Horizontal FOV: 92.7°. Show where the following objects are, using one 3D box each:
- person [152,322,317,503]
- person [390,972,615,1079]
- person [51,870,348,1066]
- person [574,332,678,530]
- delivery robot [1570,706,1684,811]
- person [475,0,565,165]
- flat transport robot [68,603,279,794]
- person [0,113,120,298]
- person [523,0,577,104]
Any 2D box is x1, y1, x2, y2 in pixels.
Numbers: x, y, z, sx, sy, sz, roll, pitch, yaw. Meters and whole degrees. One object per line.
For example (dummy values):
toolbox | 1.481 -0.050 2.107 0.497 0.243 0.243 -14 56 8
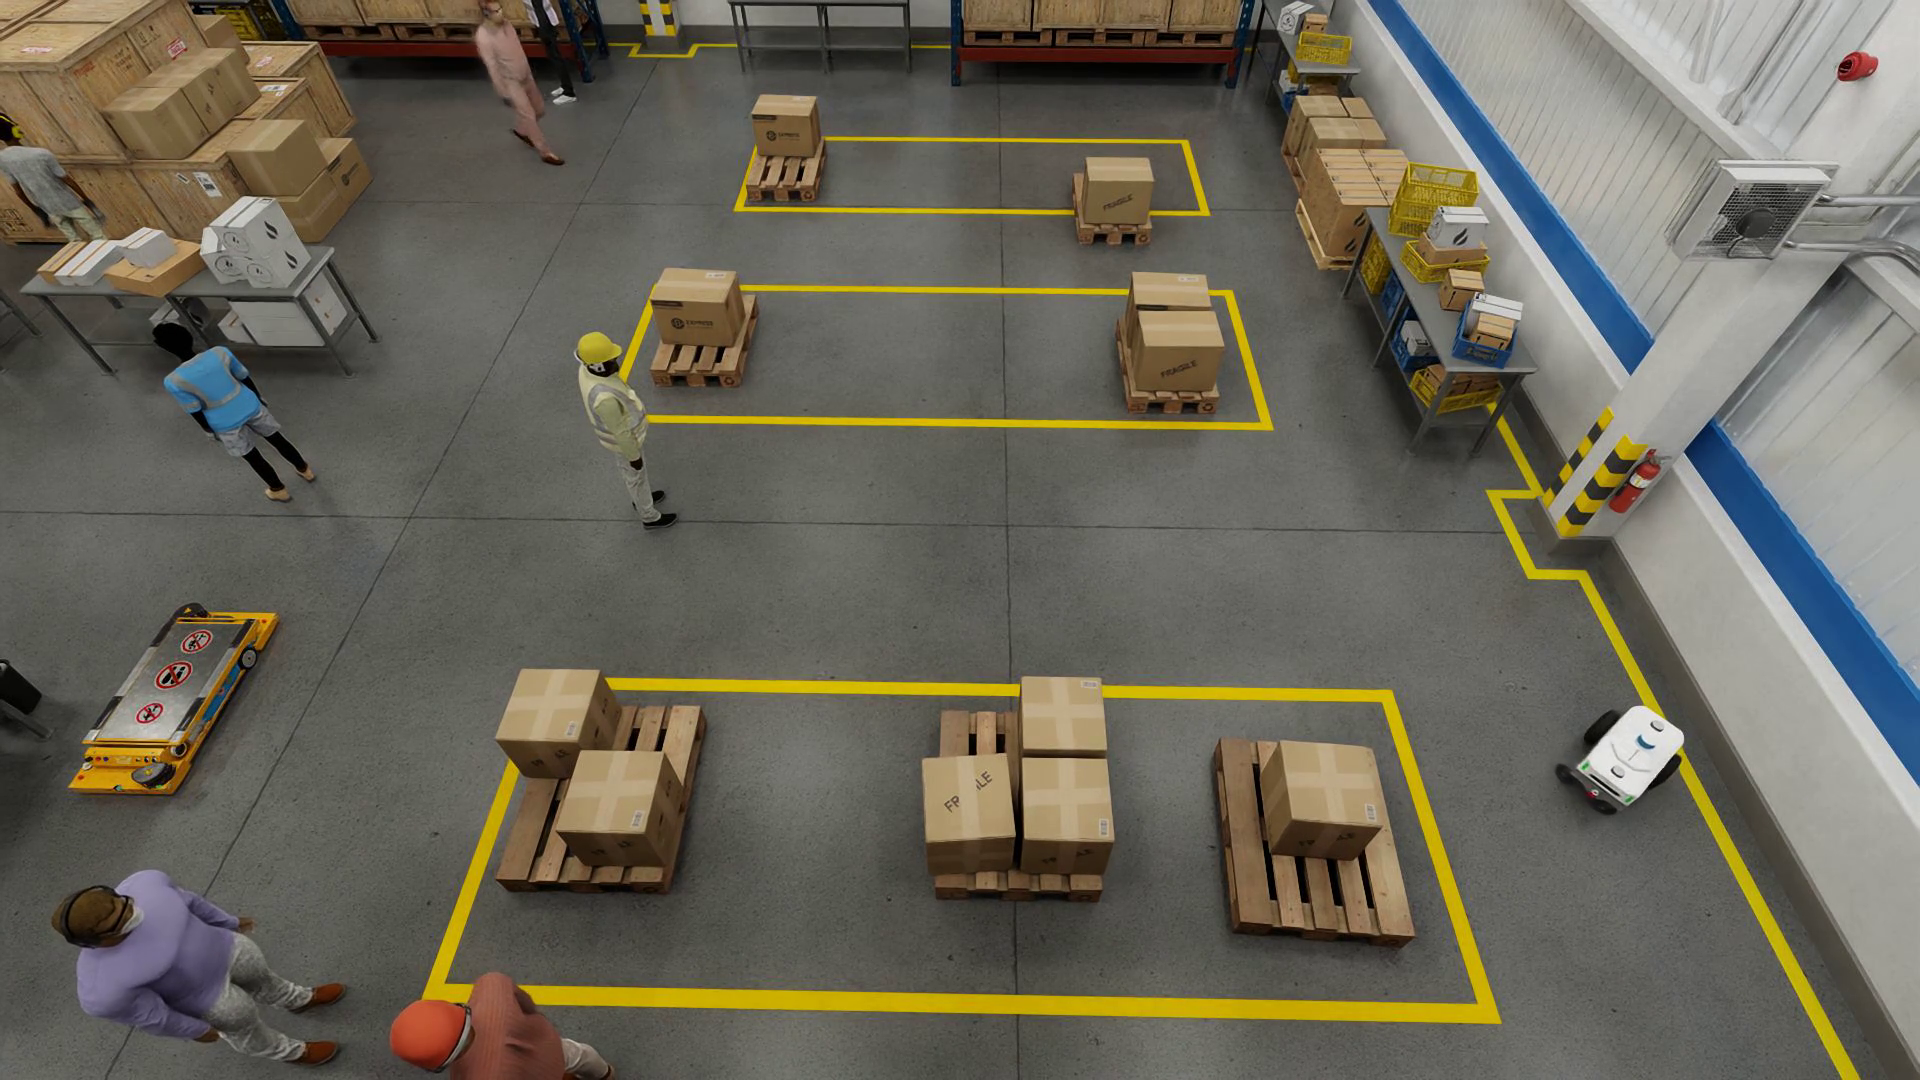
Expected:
person | -5.750 -0.996 7.263 0.315 1.696 0.541 20 53 16
person | -2.002 2.431 4.175 0.391 1.988 0.609 -8 50 -7
person | -3.669 2.114 4.476 0.374 1.939 0.628 -10 50 -8
person | -2.572 -0.826 7.032 0.404 1.829 0.600 -23 54 -18
delivery robot | 4.323 1.397 5.923 0.707 0.478 0.477 -31 56 -24
person | -5.287 -5.452 10.907 0.661 1.893 0.666 11 51 9
flat transport robot | -5.504 1.072 6.442 0.652 0.197 1.431 1 50 1
person | -8.876 -3.284 9.092 0.533 1.864 0.310 -16 52 -13
person | -5.445 -6.742 11.991 0.399 1.915 0.592 -19 52 -15
